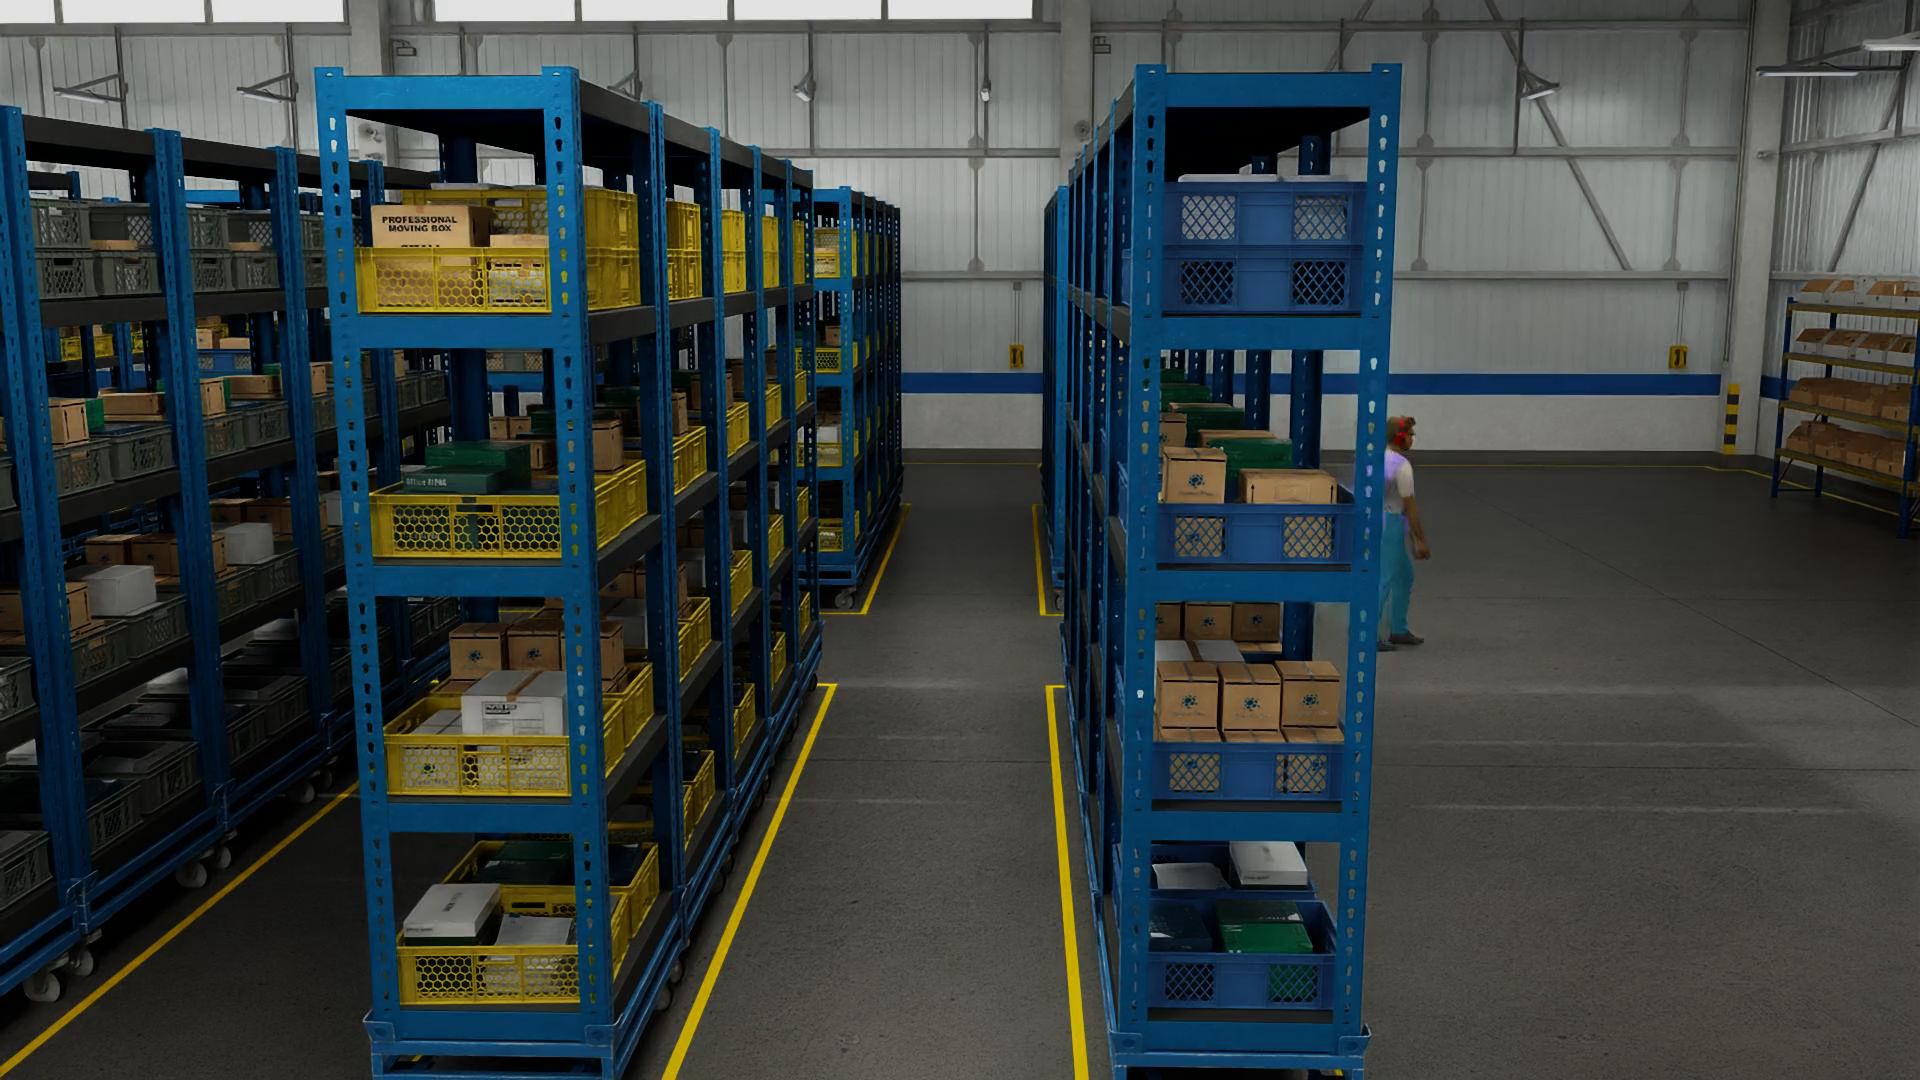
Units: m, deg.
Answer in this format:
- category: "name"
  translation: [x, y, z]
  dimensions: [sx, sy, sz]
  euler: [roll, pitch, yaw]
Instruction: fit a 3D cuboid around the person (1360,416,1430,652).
- category: "person"
  translation: [3.393, -0.035, 12.728]
  dimensions: [0.728, 1.820, 0.576]
  euler: [-1, 10, -3]
